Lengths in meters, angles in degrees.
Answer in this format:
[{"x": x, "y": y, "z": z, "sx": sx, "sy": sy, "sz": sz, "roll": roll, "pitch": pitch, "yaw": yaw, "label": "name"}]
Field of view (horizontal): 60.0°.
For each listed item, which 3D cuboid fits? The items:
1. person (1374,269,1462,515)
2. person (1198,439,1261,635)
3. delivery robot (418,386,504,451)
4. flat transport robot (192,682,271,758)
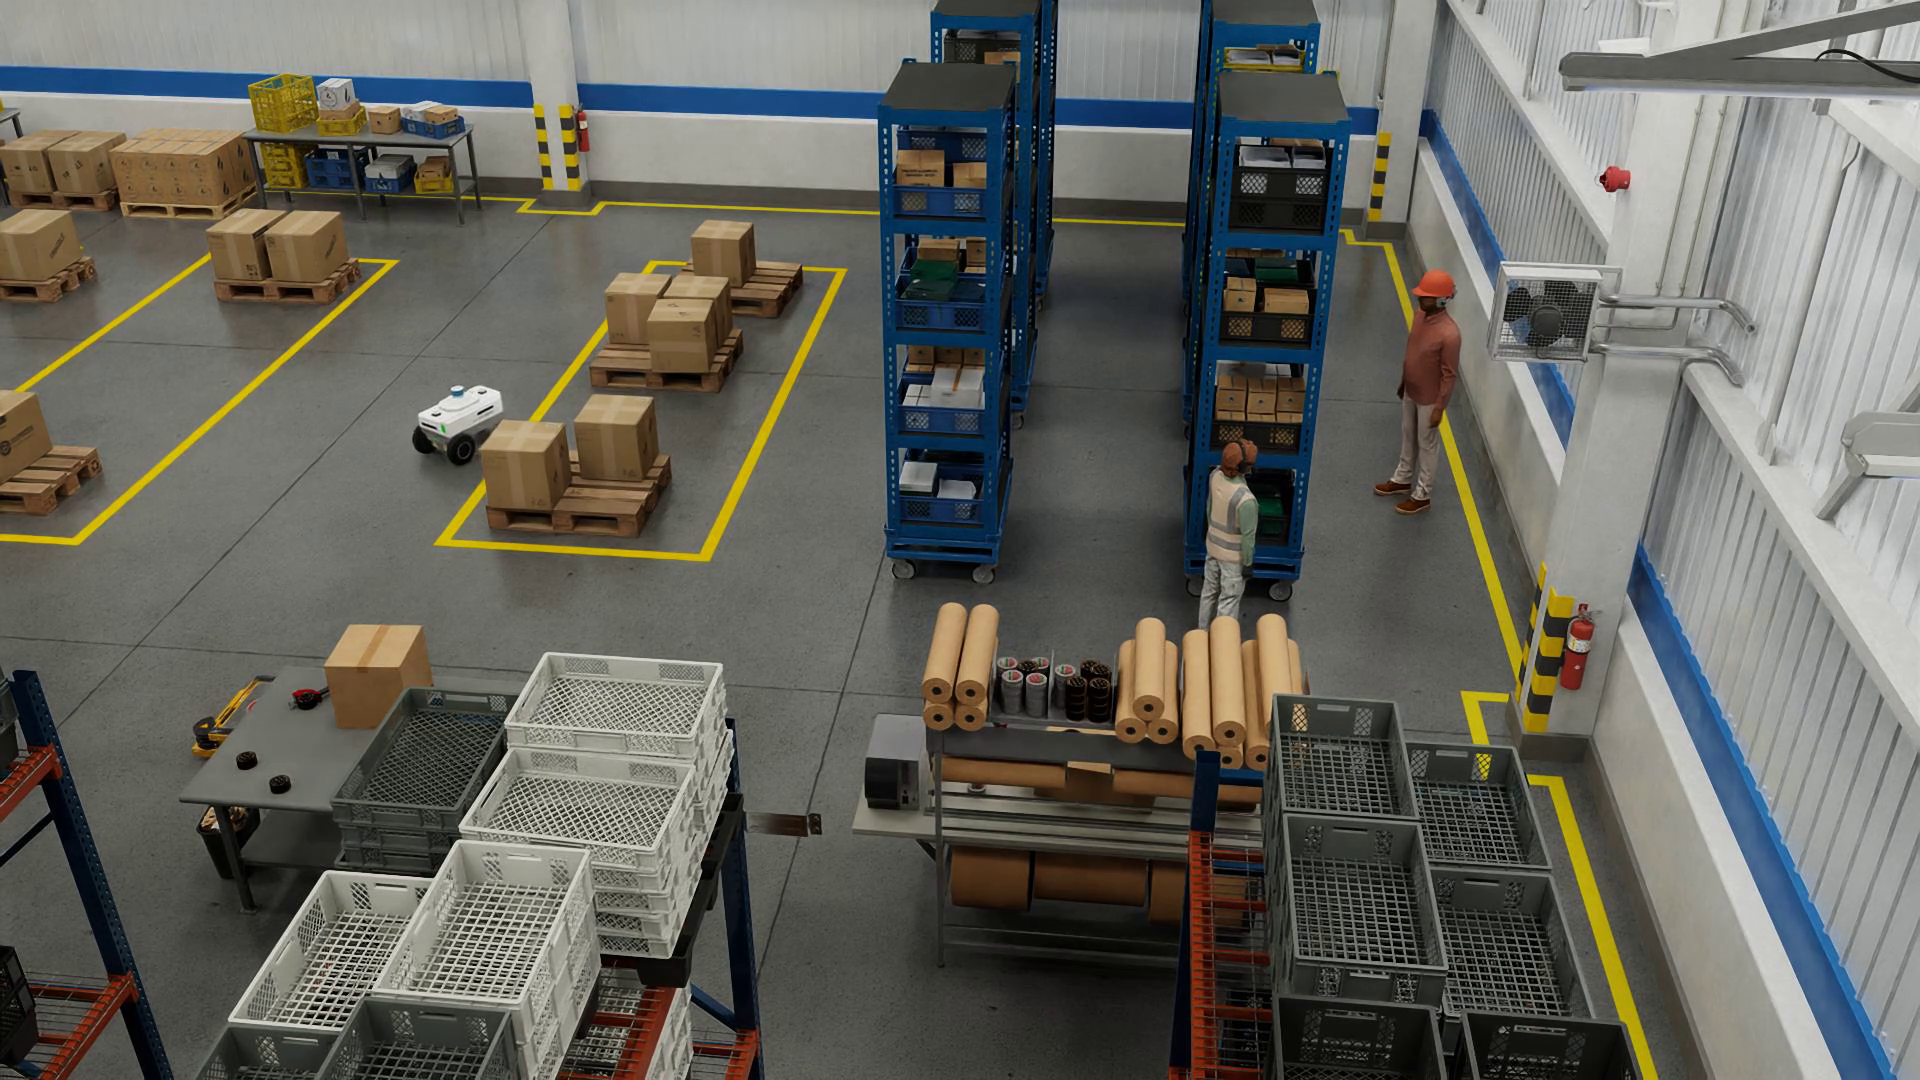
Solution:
[{"x": 3.594, "y": -1.157, "z": 12.931, "sx": 0.383, "sy": 1.996, "sz": 0.609, "roll": -8, "pitch": 31, "yaw": -13, "label": "person"}, {"x": 1.807, "y": 0.077, "z": 11.161, "sx": 0.307, "sy": 1.640, "sz": 0.519, "roll": -12, "pitch": 32, "yaw": -20, "label": "person"}, {"x": -4.231, "y": -1.071, "z": 14.115, "sx": 0.477, "sy": 0.478, "sz": 0.707, "roll": 18, "pitch": 35, "yaw": 27, "label": "delivery robot"}, {"x": -4.089, "y": 1.163, "z": 10.648, "sx": 1.431, "sy": 0.197, "sz": 0.652, "roll": 3, "pitch": 30, "yaw": 6, "label": "flat transport robot"}]
